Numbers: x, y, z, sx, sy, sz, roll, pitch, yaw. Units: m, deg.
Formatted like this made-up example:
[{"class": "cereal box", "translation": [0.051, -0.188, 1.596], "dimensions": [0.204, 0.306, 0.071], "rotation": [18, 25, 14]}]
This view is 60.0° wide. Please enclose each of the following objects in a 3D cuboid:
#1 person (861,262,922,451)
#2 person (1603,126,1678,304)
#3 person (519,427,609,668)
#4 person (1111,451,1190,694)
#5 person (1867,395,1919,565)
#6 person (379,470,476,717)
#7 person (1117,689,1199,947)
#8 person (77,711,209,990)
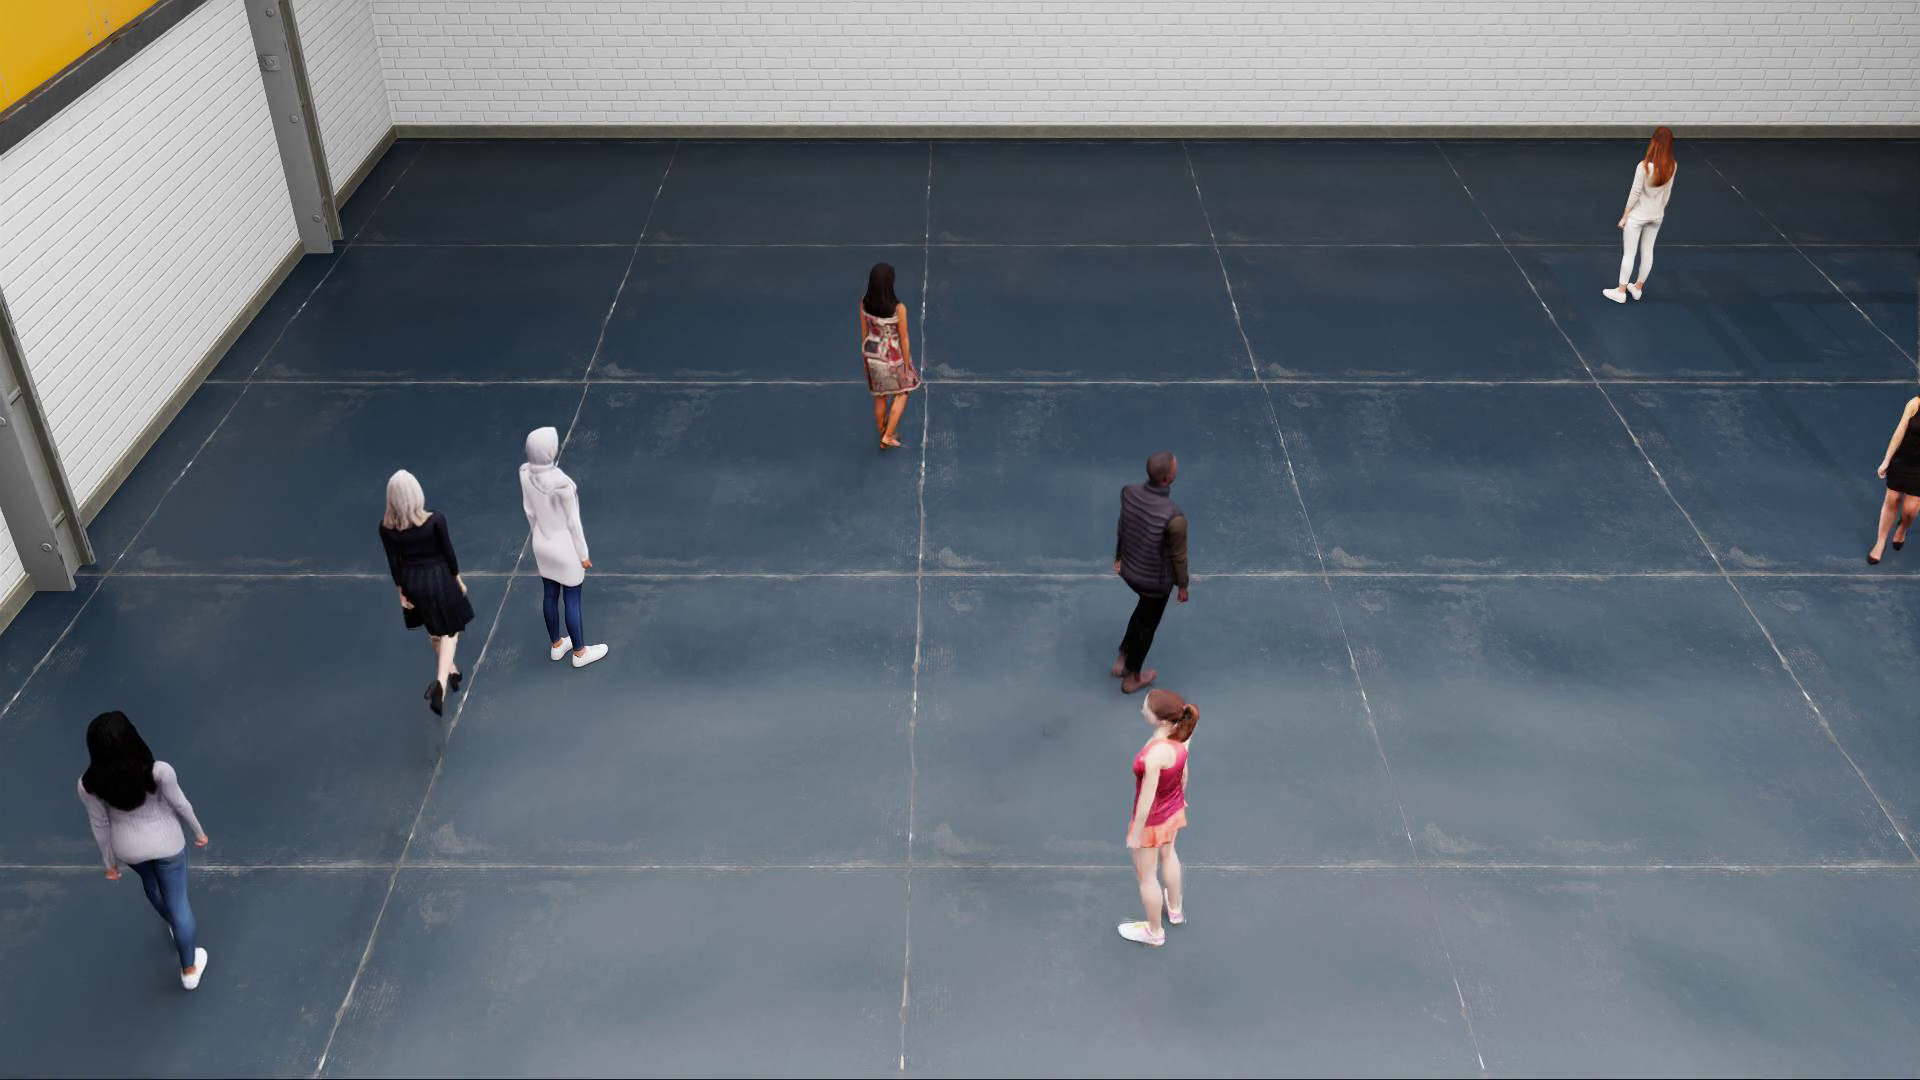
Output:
[{"class": "person", "translation": [-0.644, -1.418, 13.310], "dimensions": [0.760, 1.636, 0.826], "rotation": [13, 36, 19]}, {"class": "person", "translation": [6.483, -3.069, 15.724], "dimensions": [0.649, 1.713, 0.622], "rotation": [-7, 34, -11]}, {"class": "person", "translation": [-2.662, 0.049, 10.978], "dimensions": [0.703, 1.775, 0.719], "rotation": [20, 38, 27]}, {"class": "person", "translation": [1.138, 0.258, 10.620], "dimensions": [0.891, 1.824, 0.805], "rotation": [-22, 40, -30]}, {"class": "person", "translation": [6.906, -0.562, 12.023], "dimensions": [0.721, 1.637, 0.782], "rotation": [23, 40, 31]}, {"class": "person", "translation": [-3.367, 0.370, 10.538], "dimensions": [0.643, 1.727, 0.936], "rotation": [-3, 34, -4]}, {"class": "person", "translation": [1.075, 1.456, 8.889], "dimensions": [0.708, 1.745, 0.826], "rotation": [-28, 43, -35]}, {"class": "person", "translation": [-4.202, 1.663, 8.603], "dimensions": [0.735, 1.716, 0.902], "rotation": [-7, 34, -11]}]
